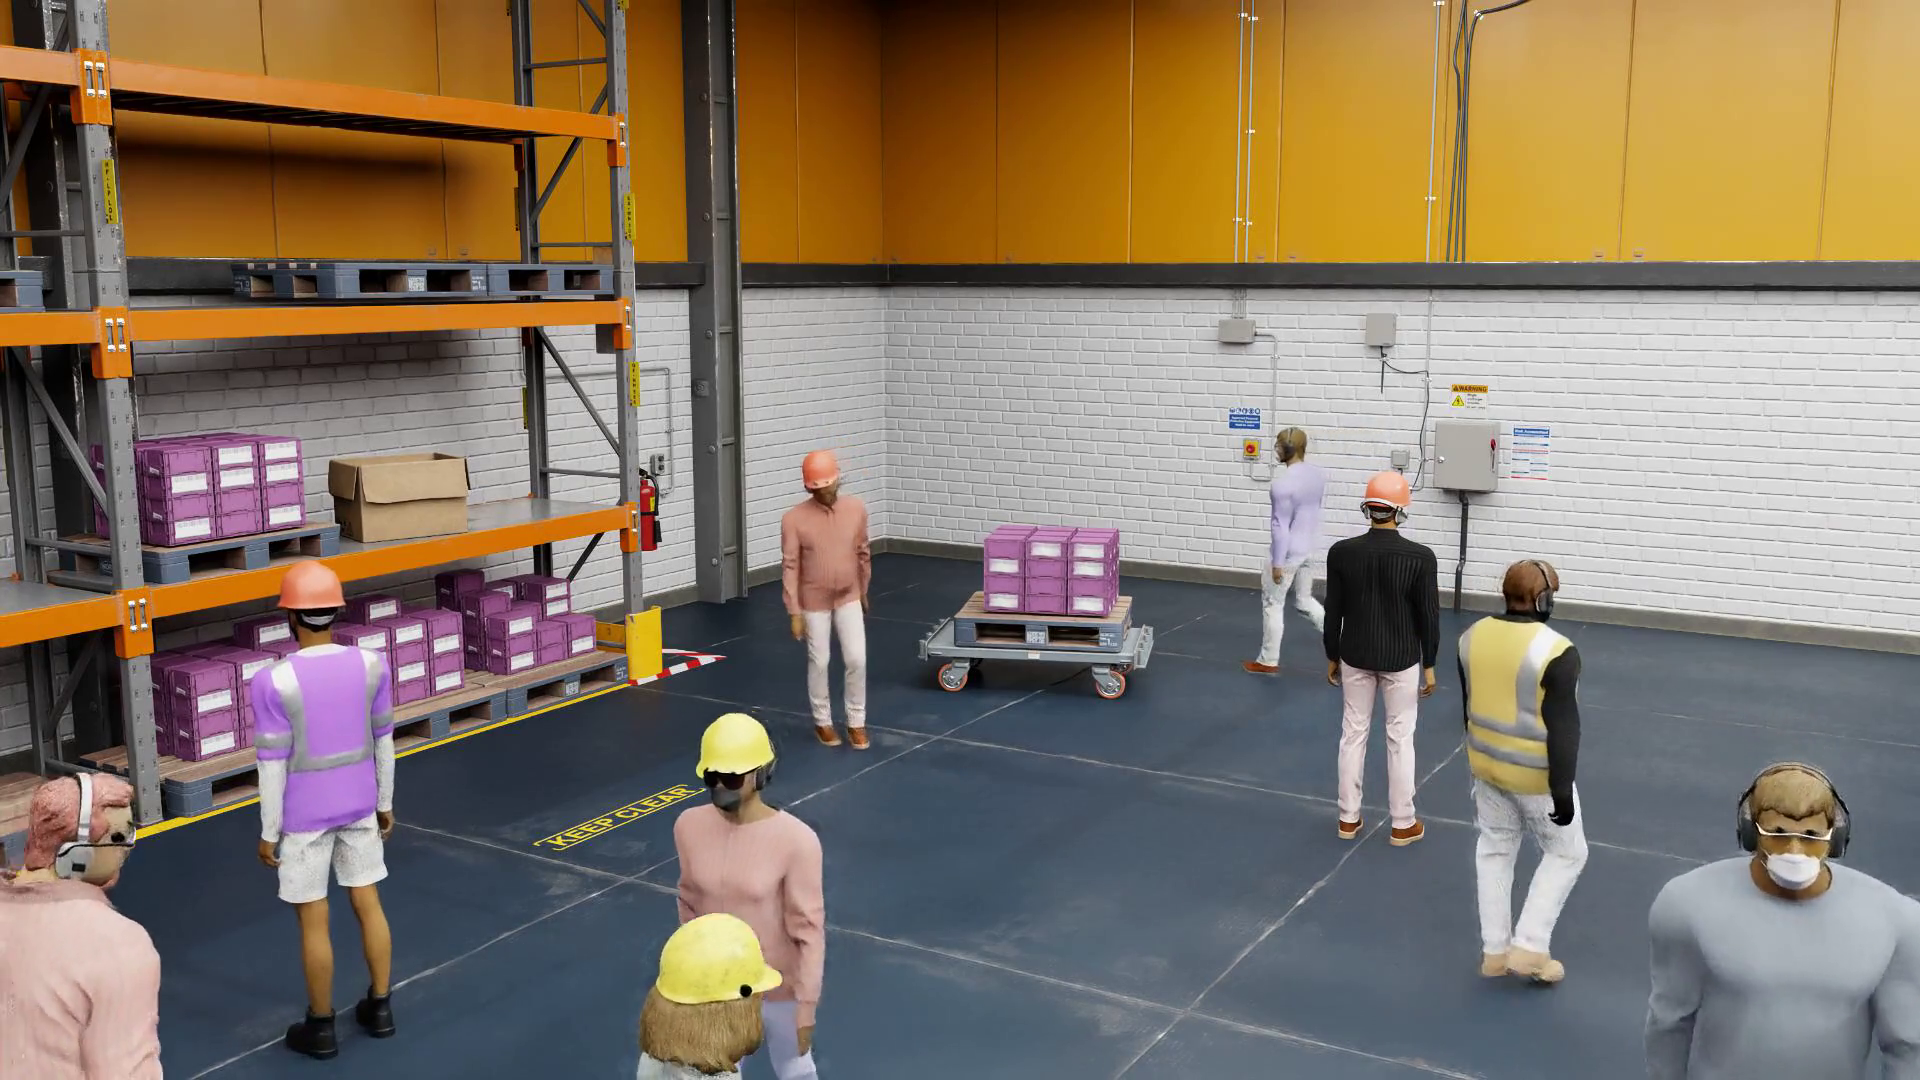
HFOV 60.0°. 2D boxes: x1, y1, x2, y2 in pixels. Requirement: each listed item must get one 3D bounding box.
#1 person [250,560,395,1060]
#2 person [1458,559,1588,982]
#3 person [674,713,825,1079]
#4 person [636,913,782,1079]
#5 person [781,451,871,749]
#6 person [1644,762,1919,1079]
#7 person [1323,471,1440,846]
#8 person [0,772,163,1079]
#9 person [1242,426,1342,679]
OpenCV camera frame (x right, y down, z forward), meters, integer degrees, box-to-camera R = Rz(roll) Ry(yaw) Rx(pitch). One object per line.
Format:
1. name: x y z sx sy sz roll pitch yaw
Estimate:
1. person: -2.473 1.037 6.470 0.372 1.934 0.551 9 13 43
2. person: 2.400 0.987 7.101 0.474 1.831 0.661 -5 10 -27
3. person: -0.641 1.360 5.132 0.538 1.718 0.902 3 10 21
4. person: -0.587 1.623 3.510 0.780 1.714 0.490 -4 10 -25
5. person: -0.843 0.387 10.517 0.647 1.938 0.629 -4 10 -25
6. person: 1.987 1.461 4.024 0.635 1.870 1.057 3 10 17
7. person: 2.240 0.626 8.851 0.611 1.996 0.379 5 10 27
8. person: -2.131 1.463 4.053 0.726 1.857 0.827 3 10 17
9. person: 2.516 0.110 12.314 0.828 1.918 0.635 8 12 43
